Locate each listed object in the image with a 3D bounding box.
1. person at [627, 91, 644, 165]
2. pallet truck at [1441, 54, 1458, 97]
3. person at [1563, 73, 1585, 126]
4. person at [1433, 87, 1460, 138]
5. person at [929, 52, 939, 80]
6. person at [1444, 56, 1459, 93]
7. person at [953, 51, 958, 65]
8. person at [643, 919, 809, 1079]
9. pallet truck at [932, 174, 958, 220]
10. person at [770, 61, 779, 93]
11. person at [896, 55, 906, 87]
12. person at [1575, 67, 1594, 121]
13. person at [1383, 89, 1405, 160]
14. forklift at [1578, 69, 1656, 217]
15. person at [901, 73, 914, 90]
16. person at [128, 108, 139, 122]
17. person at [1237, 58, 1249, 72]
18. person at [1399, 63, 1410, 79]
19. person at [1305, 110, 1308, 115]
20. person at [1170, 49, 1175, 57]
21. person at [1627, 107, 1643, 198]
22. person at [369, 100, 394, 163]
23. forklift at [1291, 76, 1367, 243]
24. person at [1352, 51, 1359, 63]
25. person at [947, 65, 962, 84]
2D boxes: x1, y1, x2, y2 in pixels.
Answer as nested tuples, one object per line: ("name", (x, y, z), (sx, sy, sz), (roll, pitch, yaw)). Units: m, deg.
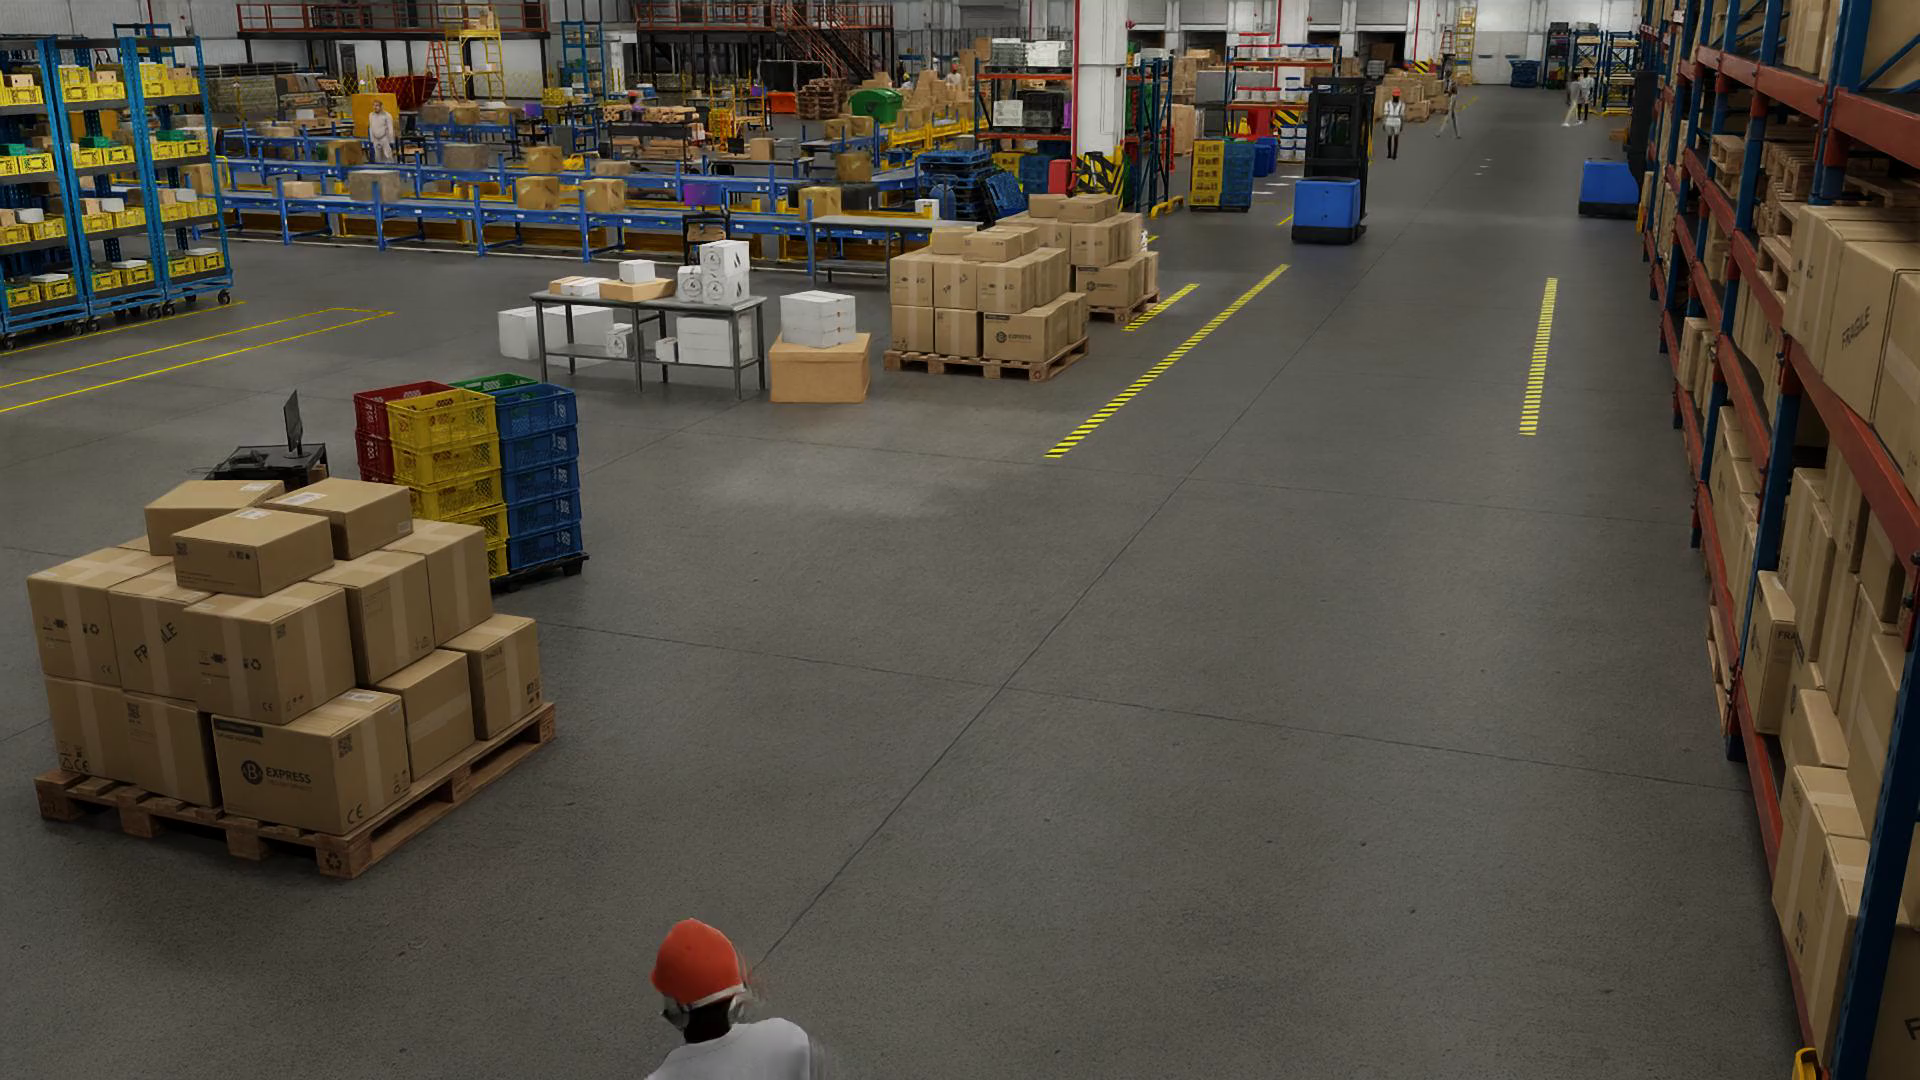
("person", (-8.534, -10.893, 43.984), (0.601, 1.909, 0.638), (-2, 18, -7))
("pallet truck", (22.765, -21.886, 78.355), (0.823, 1.965, 1.885), (-4, 18, -14))
("person", (21.709, -15.501, 58.599), (0.994, 1.816, 0.510), (-6, 18, -17))
("person", (15.647, -13.656, 53.153), (0.868, 1.593, 0.511), (8, 19, 24))
("person", (-1.347, -24.346, 86.287), (0.579, 1.882, 0.379), (-8, 19, -24))
("person", (23.739, -22.499, 80.454), (0.902, 1.885, 0.622), (0, 18, -1))
("person", (-0.218, -24.522, 86.798), (0.592, 1.904, 0.509), (5, 18, 16))
("person", (-0.683, 1.789, 4.434), (0.588, 1.698, 0.887), (-16, 24, -42))
("pallet truck", (-0.507, -5.292, 27.348), (0.653, 1.274, 1.630), (6, 19, 19))
("person", (-7.881, -19.269, 70.327), (0.489, 1.876, 0.620), (-13, 22, -34))
("person", (-2.943, -23.188, 82.702), (0.505, 1.840, 0.346), (-3, 18, -10))
("person", (22.969, -16.413, 61.247), (0.605, 1.948, 0.391), (10, 20, 28))
("person", (11.858, -11.365, 45.502), (0.553, 1.877, 1.024), (5, 18, 15))
("forklift", (13.219, -7.740, 32.475), (1.873, 2.768, 1.129), (6, 19, 18))
("person", (-1.865, -15.366, 58.143), (0.404, 1.828, 0.603), (16, 23, 40))
("person", (-22.768, -11.455, 45.588), (0.632, 1.994, 0.978), (10, 20, 29))
("person", (12.624, -20.799, 74.870), (0.682, 2.000, 0.537), (13, 22, 34))
("person", (18.253, -18.603, 68.229), (1.010, 1.879, 0.569), (17, 24, 42))
("person", (11.347, -13.844, 53.691), (0.514, 1.608, 0.667), (-12, 21, -33))
("person", (12.262, -27.334, 95.764), (0.964, 1.829, 0.521), (4, 18, 14))
("person", (14.367, -8.176, 35.243), (0.611, 2.029, 0.618), (5, 18, 14))
("person", (-13.873, -9.583, 39.877), (0.644, 1.899, 0.396), (6, 19, 17))
("forklift", (6.598, -6.755, 29.381), (1.129, 2.768, 1.873), (6, 19, 19))
("person", (21.656, -26.006, 91.644), (0.724, 1.808, 0.659), (14, 23, 38))
("person", (-0.201, -17.184, 63.667), (0.652, 1.938, 1.019), (-5, 18, -15))
